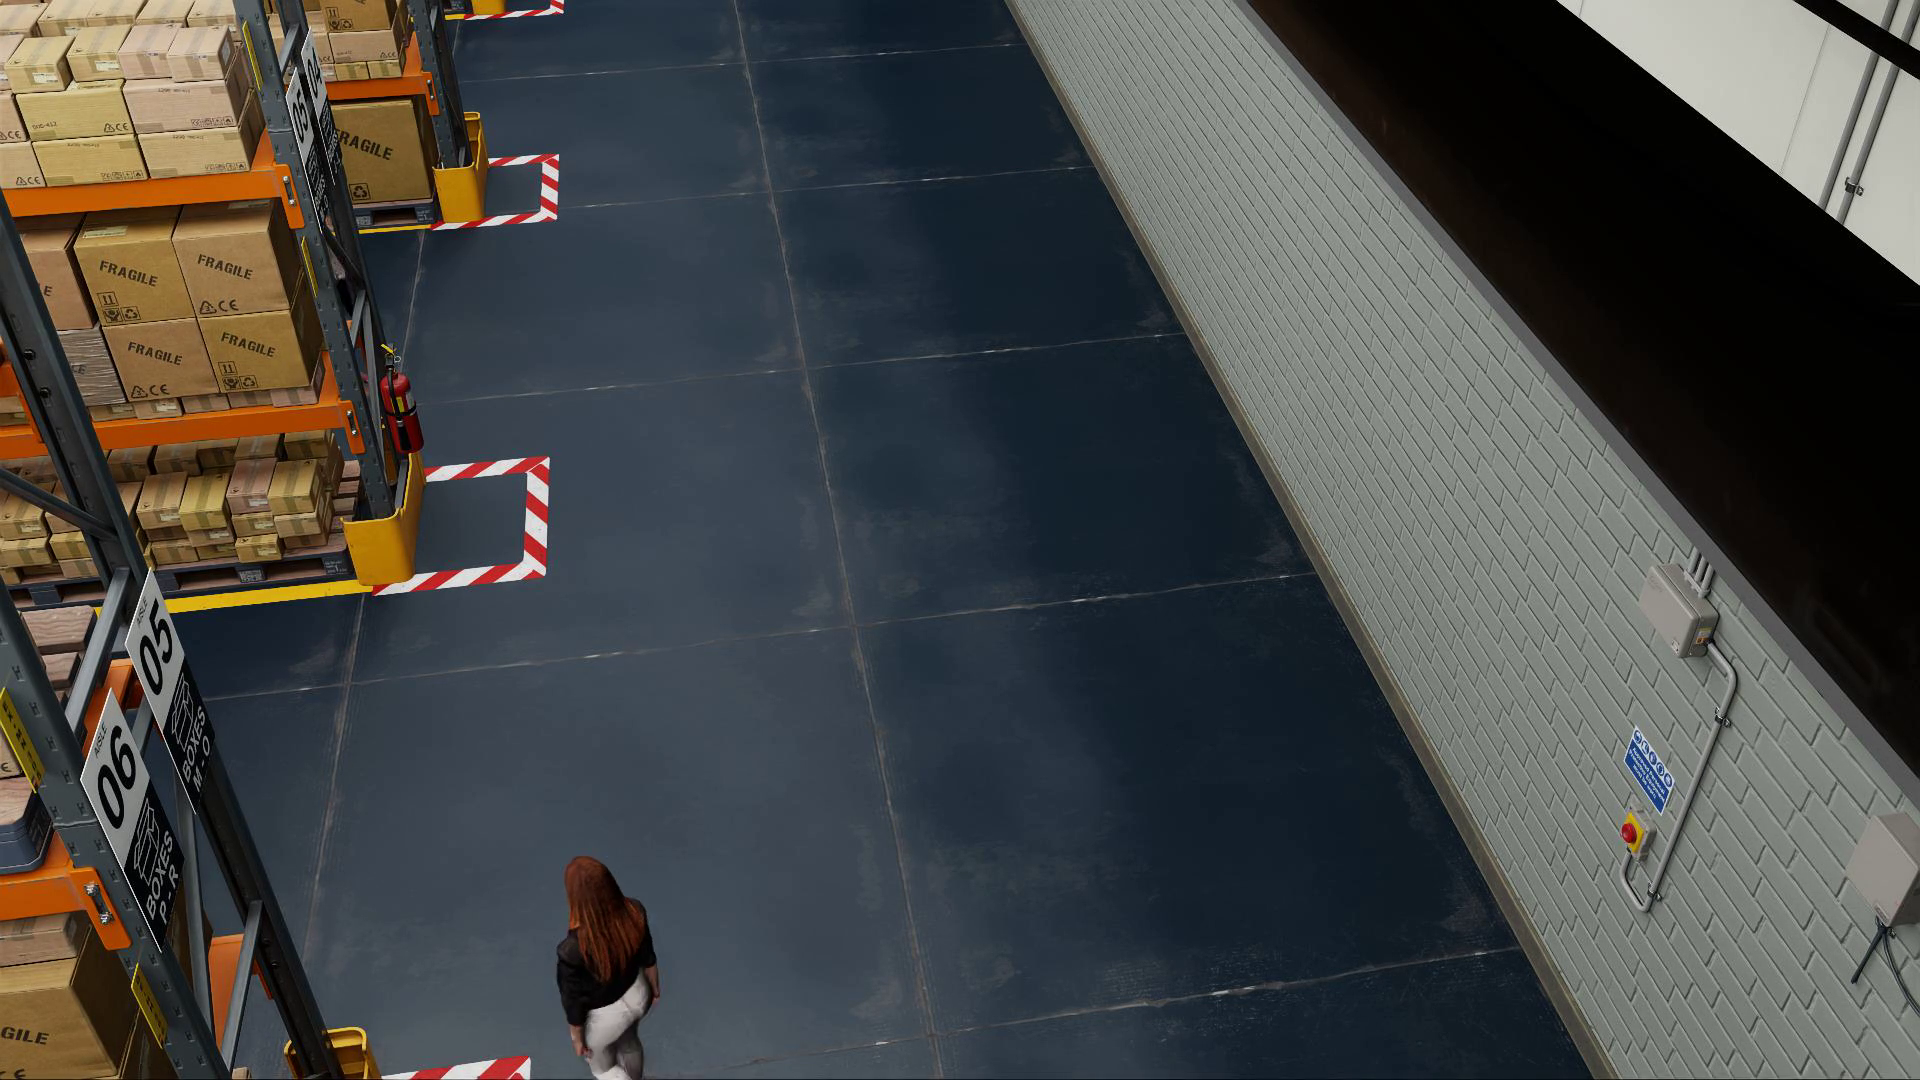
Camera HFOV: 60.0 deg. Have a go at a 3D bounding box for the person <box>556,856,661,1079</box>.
[{"bbox_3d":[-1.404,1.999,6.954,0.975,1.682,0.963,31,47,33],"label":"person"}]
